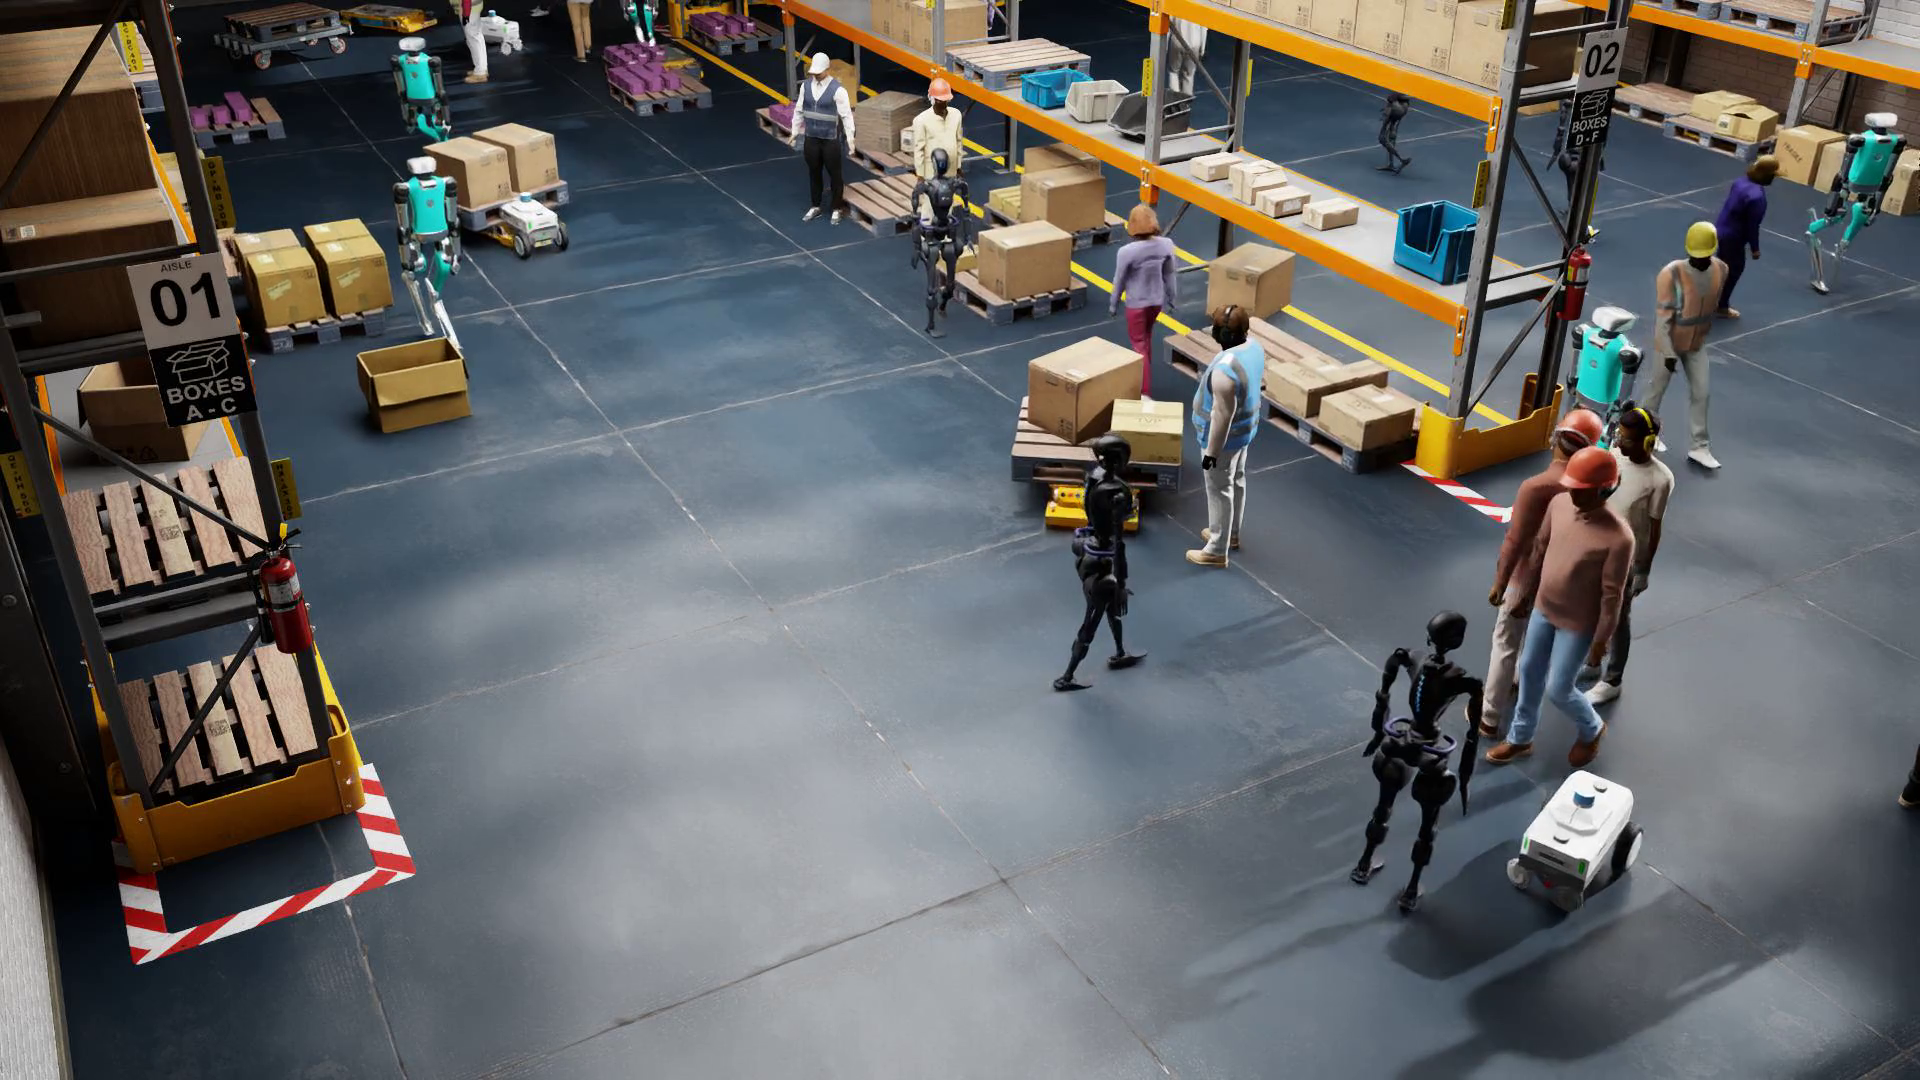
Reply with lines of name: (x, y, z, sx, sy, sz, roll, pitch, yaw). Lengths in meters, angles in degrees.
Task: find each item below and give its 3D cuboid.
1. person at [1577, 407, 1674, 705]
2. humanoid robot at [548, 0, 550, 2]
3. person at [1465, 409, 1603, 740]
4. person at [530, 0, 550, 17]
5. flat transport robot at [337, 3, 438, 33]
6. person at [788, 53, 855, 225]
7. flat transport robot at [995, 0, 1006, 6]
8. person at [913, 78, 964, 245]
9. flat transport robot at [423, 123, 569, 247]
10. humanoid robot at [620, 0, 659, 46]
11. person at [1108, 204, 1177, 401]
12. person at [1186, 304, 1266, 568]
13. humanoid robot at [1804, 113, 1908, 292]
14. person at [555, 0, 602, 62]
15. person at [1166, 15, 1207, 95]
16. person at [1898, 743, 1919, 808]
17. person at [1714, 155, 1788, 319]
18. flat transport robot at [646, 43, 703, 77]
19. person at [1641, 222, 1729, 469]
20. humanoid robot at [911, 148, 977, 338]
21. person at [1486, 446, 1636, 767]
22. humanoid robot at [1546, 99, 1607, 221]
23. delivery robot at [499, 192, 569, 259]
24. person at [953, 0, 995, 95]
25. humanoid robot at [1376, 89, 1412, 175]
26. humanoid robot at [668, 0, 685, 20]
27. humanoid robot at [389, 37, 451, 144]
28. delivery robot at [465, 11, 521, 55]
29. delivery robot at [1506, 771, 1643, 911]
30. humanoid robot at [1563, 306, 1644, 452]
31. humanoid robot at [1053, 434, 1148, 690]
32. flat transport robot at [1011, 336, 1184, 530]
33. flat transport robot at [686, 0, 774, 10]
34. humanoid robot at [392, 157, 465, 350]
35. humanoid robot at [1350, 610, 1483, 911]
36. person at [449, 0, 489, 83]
person: (3.823, 0.087, 9.672, 0.345, 1.853, 0.529, -10, 31, -17)
humanoid robot: (-6.565, -9.425, 26.460, 0.598, 1.632, 0.771, 4, 30, 7)
person: (3.258, 0.191, 9.416, 0.645, 1.940, 0.412, -21, 36, -32)
person: (-6.526, -8.997, 25.497, 0.367, 1.841, 0.528, -13, 32, -21)
flat transport robot: (-8.683, -7.881, 25.129, 1.431, 0.231, 0.659, 13, 32, 21)
person: (-1.409, -4.136, 17.116, 0.746, 1.755, 0.441, 10, 31, 17)
flat transport robot: (0.754, -8.818, 26.760, 0.659, 0.231, 1.431, 25, 38, 36)
person: (-0.191, -3.633, 16.241, 0.571, 1.750, 0.329, -21, 36, -32)
flat transport robot: (-4.817, -3.350, 17.242, 1.431, 0.231, 0.659, 22, 37, 34)
humanoid robot: (-4.315, -7.219, 22.569, 0.530, 1.832, 0.815, 0, 30, 0)
person: (1.443, -1.918, 13.387, 0.522, 1.606, 0.645, -13, 32, -22)
person: (1.748, -0.693, 11.040, 0.429, 1.839, 0.633, 15, 33, 24)
humanoid robot: (8.146, -3.067, 15.376, 0.542, 1.891, 0.724, -2, 30, -3)
person: (-5.319, -7.555, 23.086, 0.617, 1.729, 0.472, -14, 33, -23)
person: (2.747, -6.105, 20.442, 0.571, 1.867, 0.514, 1, 30, 1)
person: (5.362, 0.658, 8.583, 0.388, 1.950, 0.616, -22, 37, -33)
person: (6.848, -2.650, 14.697, 0.593, 1.576, 0.485, 5, 30, 8)
flat transport robot: (-4.085, -6.541, 22.796, 0.659, 0.231, 1.431, -15, 33, -25)
person: (5.376, -1.421, 12.266, 0.583, 1.875, 0.854, -6, 30, -11)
humanoid robot: (-0.159, -2.629, 14.613, 0.599, 1.662, 0.591, -10, 31, -17)
person: (3.284, 0.391, 9.012, 0.560, 1.975, 0.628, -11, 32, -18)
humanoid robot: (6.277, -3.945, 16.903, 0.609, 1.633, 0.724, -6, 30, -10)
delivery robot: (-4.289, -3.168, 16.640, 0.517, 0.598, 0.769, -22, 36, -33)
person: (0.134, -6.738, 21.501, 0.639, 1.905, 0.413, -9, 31, -15)
humanoid robot: (4.939, -4.906, 18.536, 0.425, 1.641, 0.613, 14, 33, 23)
humanoid robot: (-4.309, -8.682, 25.110, 0.695, 1.857, 0.548, -15, 33, -24)
humanoid robot: (-5.668, -4.540, 17.851, 0.535, 1.788, 0.765, 1, 30, 2)
delivery robot: (-6.658, -7.249, 23.743, 0.767, 0.596, 0.530, 14, 33, 23)
delivery robot: (3.150, 1.501, 8.514, 0.519, 0.599, 0.771, 22, 36, 33)
humanoid robot: (4.448, -0.800, 11.341, 1.034, 1.739, 0.542, -16, 34, -26)
humanoid robot: (0.879, 0.130, 9.784, 0.652, 1.633, 0.601, -7, 31, -11)
flat transport robot: (1.015, -0.505, 12.288, 0.659, 0.231, 1.431, 4, 30, 7)
flat transport robot: (-3.643, -8.600, 26.380, 1.431, 0.231, 0.659, -10, 31, -17)
humanoid robot: (-4.575, -2.469, 14.260, 0.558, 1.743, 1.033, -18, 35, -29)
humanoid robot: (2.240, 1.063, 8.150, 0.596, 1.645, 0.338, 25, 38, 36)
person: (-6.538, -7.031, 22.071, 0.429, 1.841, 0.632, -3, 30, -5)
